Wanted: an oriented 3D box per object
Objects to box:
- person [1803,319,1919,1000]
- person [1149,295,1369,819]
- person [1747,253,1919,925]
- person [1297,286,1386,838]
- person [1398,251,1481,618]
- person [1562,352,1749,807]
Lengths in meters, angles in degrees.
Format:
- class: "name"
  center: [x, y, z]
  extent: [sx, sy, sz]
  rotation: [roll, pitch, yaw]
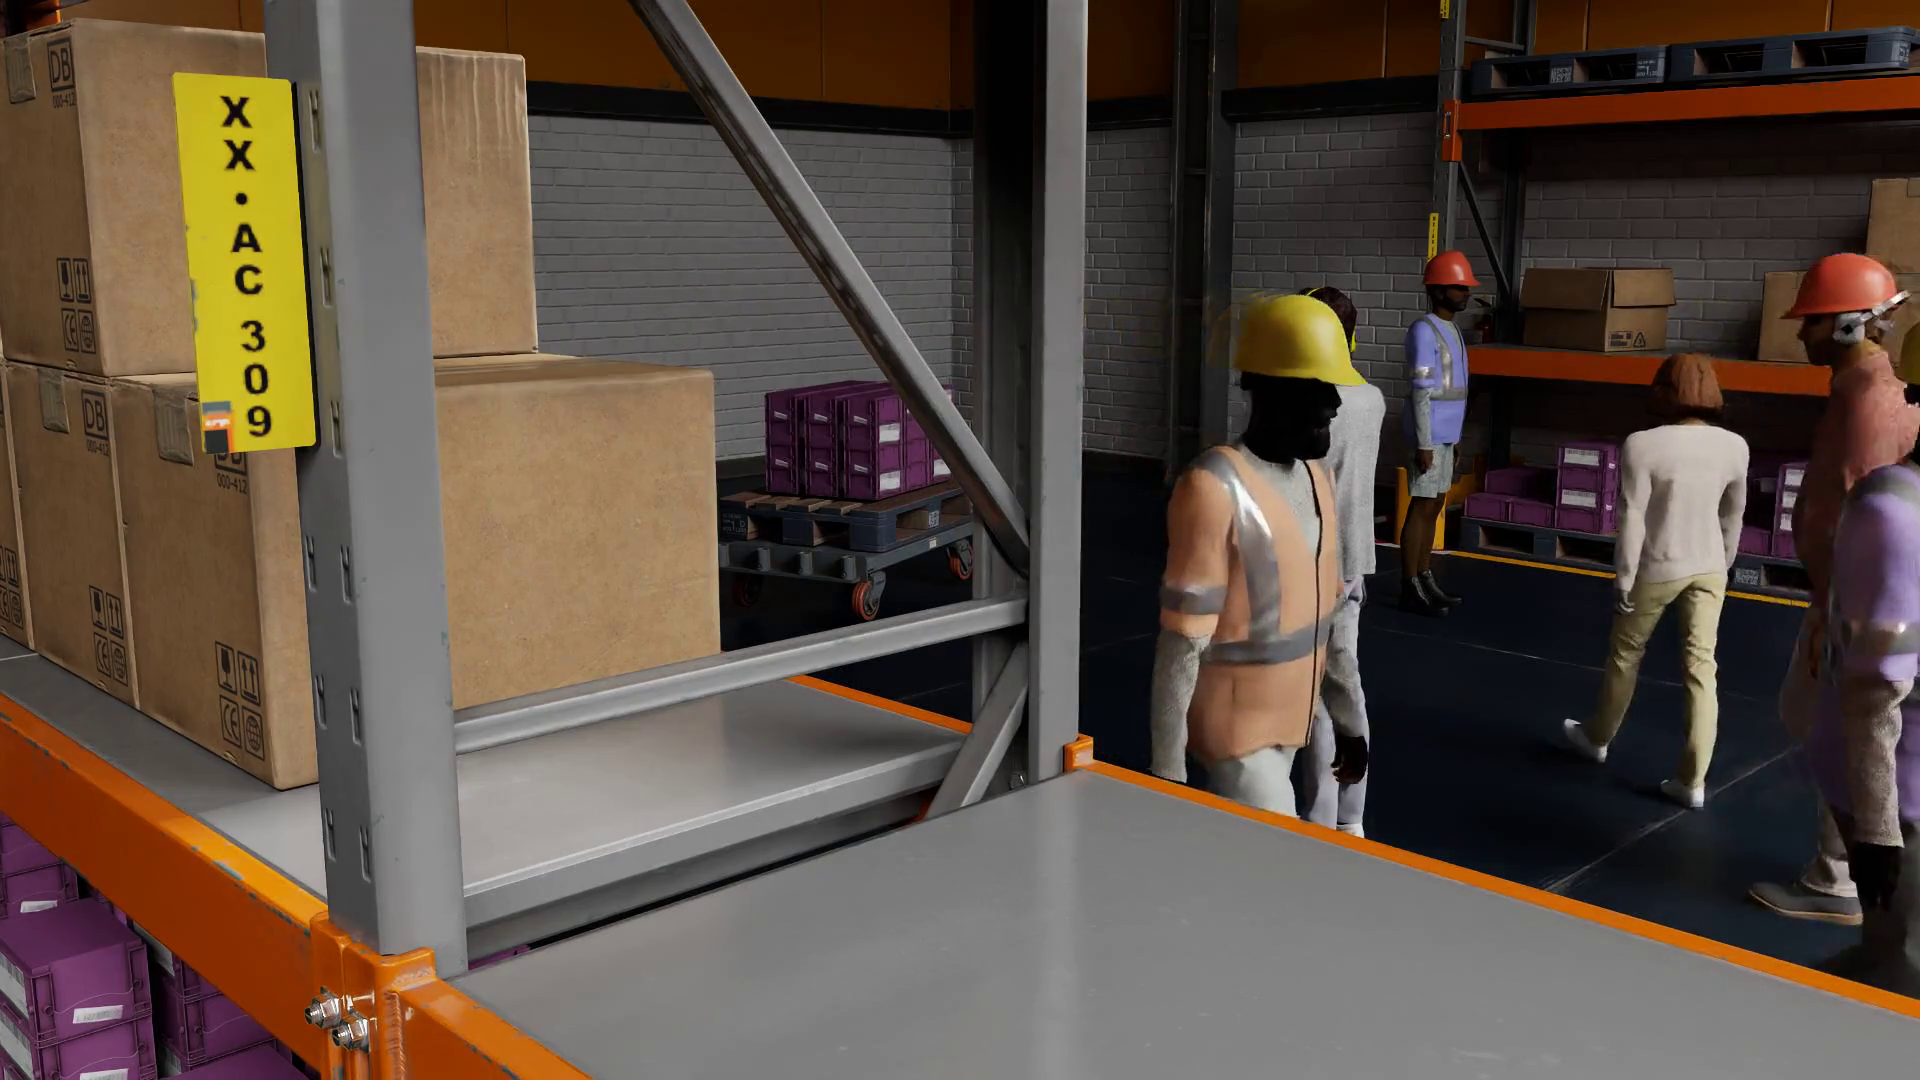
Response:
- class: "person"
  center: [1.884, 0.461, 3.389]
  extent: [0.593, 1.911, 0.559]
  rotation: [-9, 14, -40]
- class: "person"
  center: [0.763, 0.417, 3.688]
  extent: [0.875, 1.887, 0.614]
  rotation: [8, 13, 36]
- class: "person"
  center: [2.616, 0.157, 4.874]
  extent: [0.523, 1.971, 0.657]
  rotation: [4, 11, 23]
- class: "person"
  center: [1.151, 0.129, 5.328]
  extent: [0.326, 1.865, 0.518]
  rotation: [8, 13, 39]
- class: "person"
  center: [2.564, -0.565, 8.906]
  extent: [0.359, 1.939, 0.543]
  rotation: [6, 12, 31]
- class: "person"
  center: [2.570, 0.114, 6.103]
  extent: [0.531, 1.594, 0.804]
  rotation: [-1, 10, -6]
